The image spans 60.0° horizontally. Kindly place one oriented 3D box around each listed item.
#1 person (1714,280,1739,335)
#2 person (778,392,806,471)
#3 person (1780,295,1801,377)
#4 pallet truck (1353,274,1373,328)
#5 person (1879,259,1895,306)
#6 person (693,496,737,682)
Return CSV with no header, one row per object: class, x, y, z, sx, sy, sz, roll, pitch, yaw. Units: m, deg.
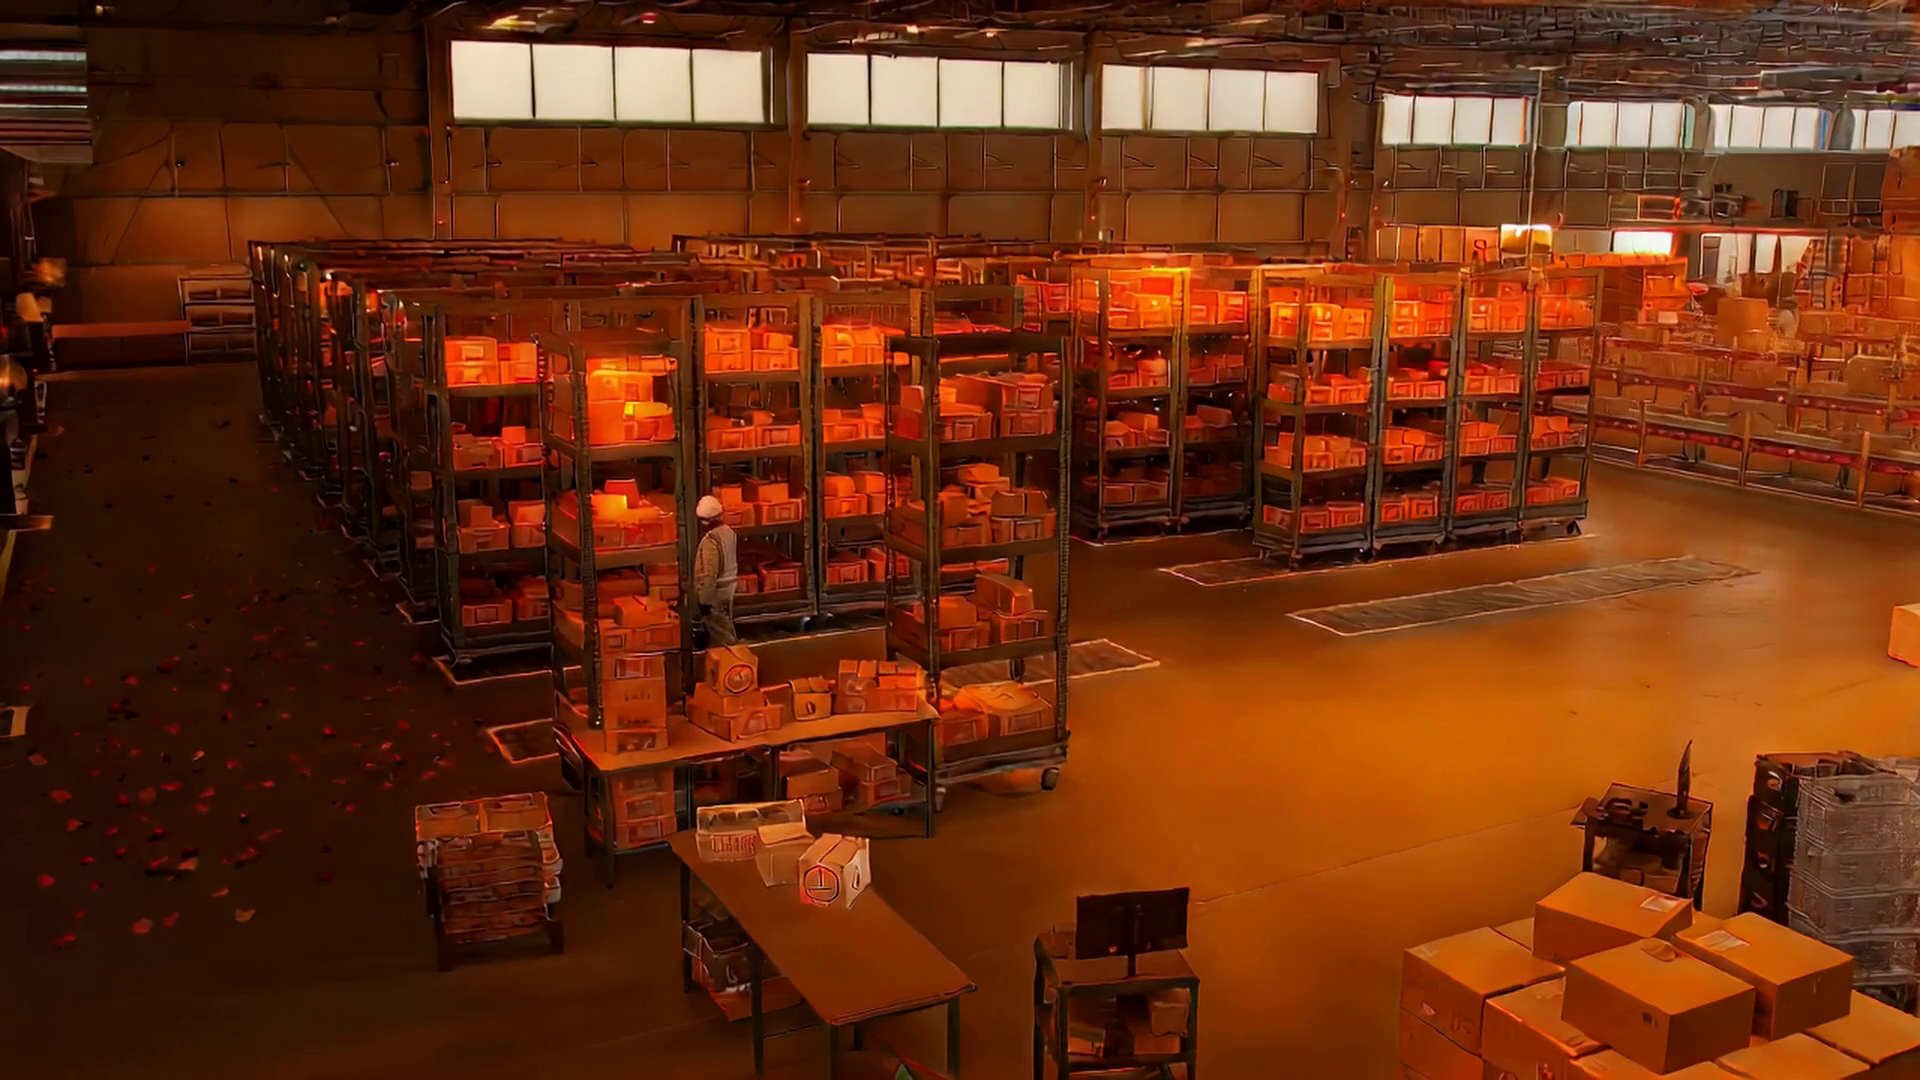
person,23.311,-6.944,50.447,1.017,1.852,0.659,-4,13,-17
person,-2.515,-1.699,25.994,0.571,1.809,0.901,-7,14,-30
person,20.520,-5.058,41.216,0.617,2.017,0.837,-8,15,-34
pallet truck,13.011,-8.050,55.243,0.823,1.965,1.885,-7,14,-28
person,36.175,-10.027,64.846,0.504,1.847,0.345,-8,15,-34
person,-2.314,0.489,15.711,0.404,1.824,0.591,3,12,13
